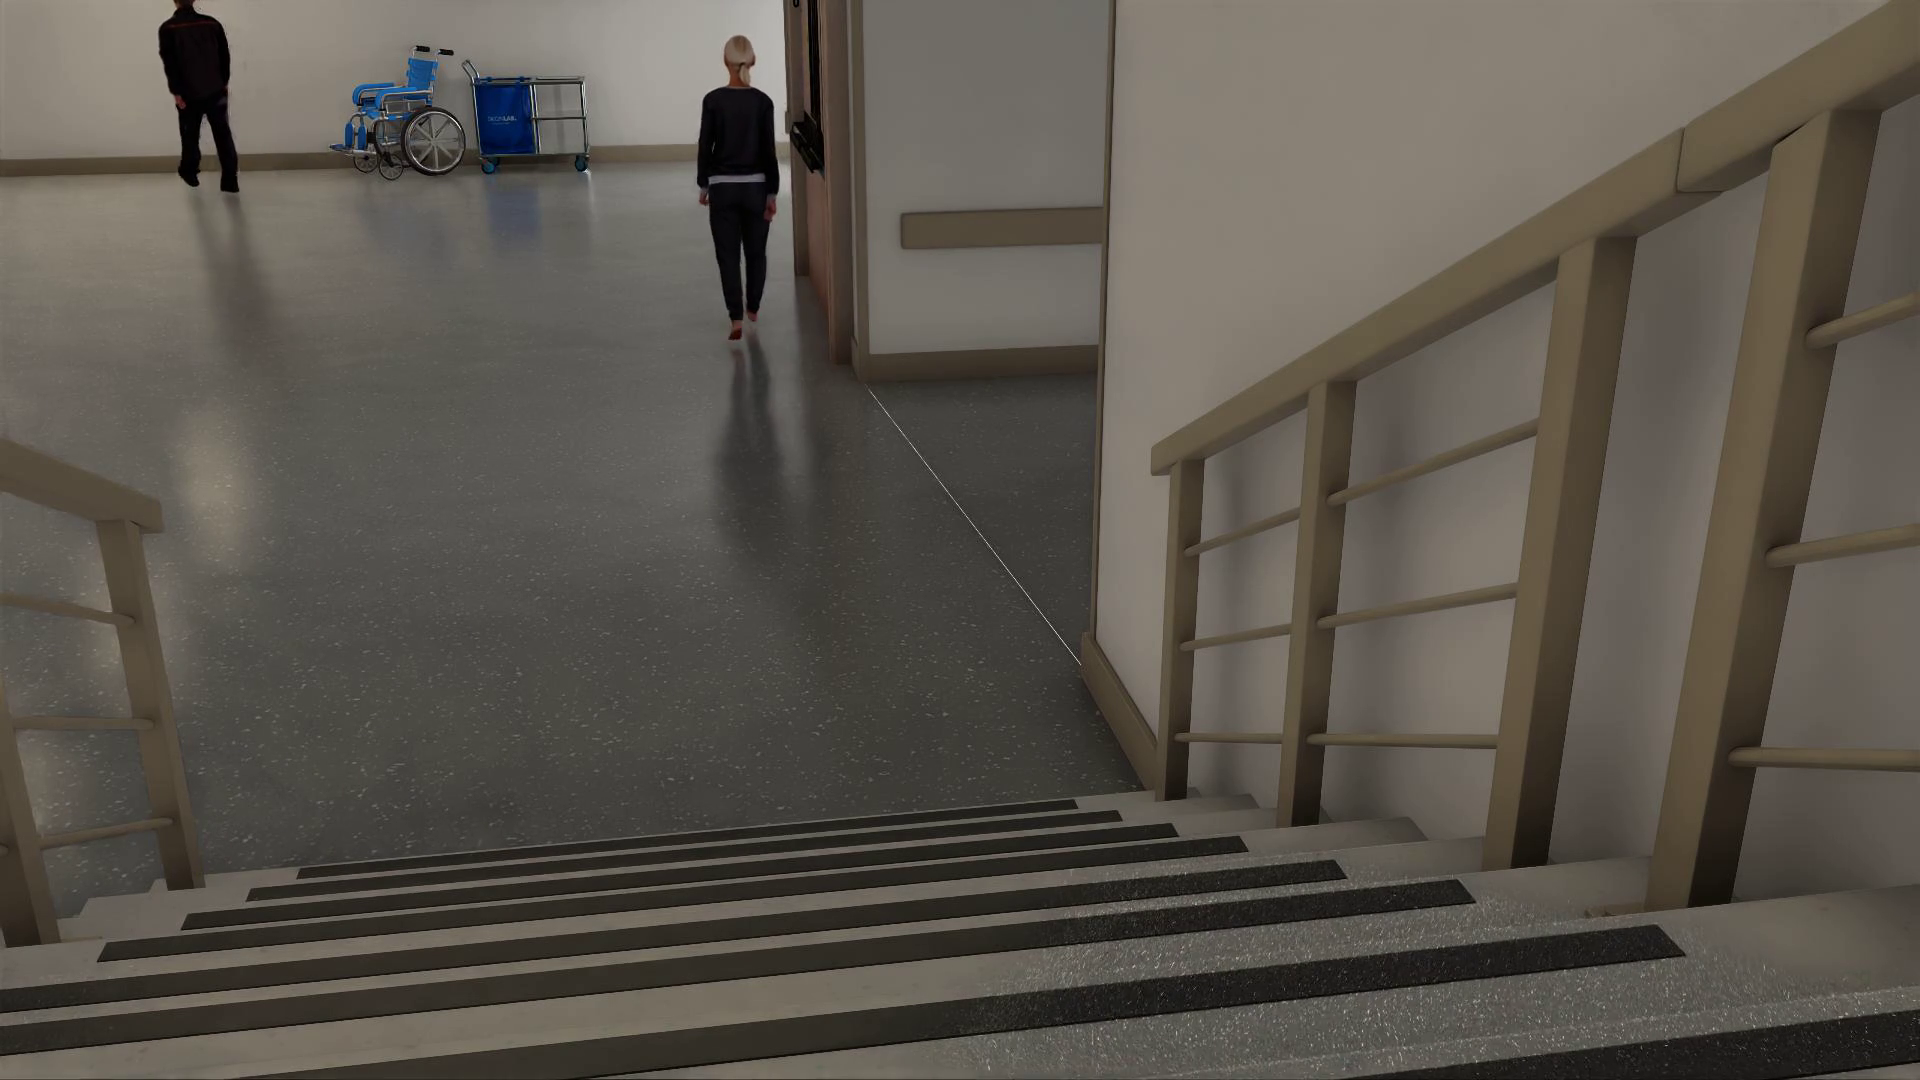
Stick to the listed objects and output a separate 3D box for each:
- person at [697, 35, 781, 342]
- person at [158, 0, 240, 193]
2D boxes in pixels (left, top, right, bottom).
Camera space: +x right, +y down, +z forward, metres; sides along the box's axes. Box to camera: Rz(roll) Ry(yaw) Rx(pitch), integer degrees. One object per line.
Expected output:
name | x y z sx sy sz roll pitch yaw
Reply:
person | -1.274 -1.994 9.579 0.637 1.695 1.086 -4 21 -12
person | -6.593 -3.936 14.525 1.082 1.823 1.228 -16 26 -36
